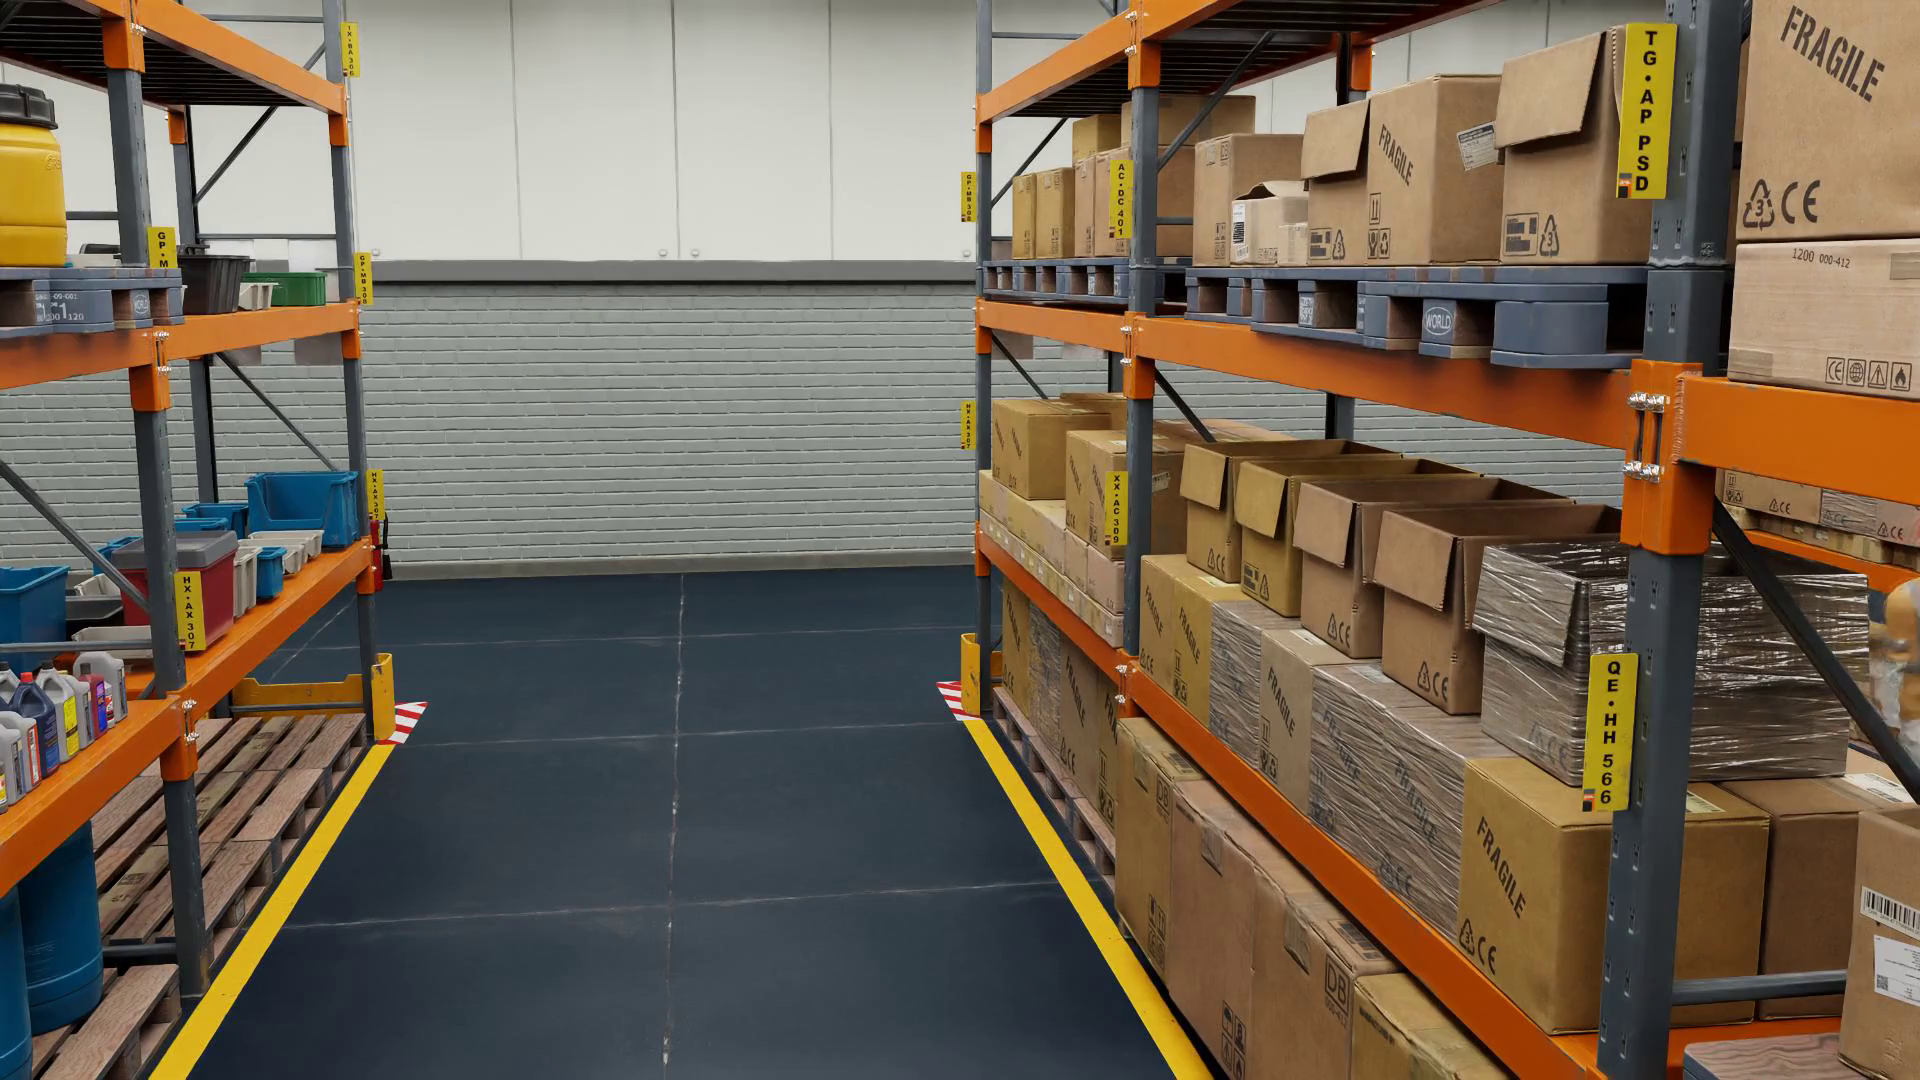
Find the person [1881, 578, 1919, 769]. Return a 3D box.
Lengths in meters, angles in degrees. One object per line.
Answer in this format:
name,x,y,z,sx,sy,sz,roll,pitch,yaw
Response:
person,4.633,0.788,8.029,0.548,1.917,0.636,-2,9,-12
